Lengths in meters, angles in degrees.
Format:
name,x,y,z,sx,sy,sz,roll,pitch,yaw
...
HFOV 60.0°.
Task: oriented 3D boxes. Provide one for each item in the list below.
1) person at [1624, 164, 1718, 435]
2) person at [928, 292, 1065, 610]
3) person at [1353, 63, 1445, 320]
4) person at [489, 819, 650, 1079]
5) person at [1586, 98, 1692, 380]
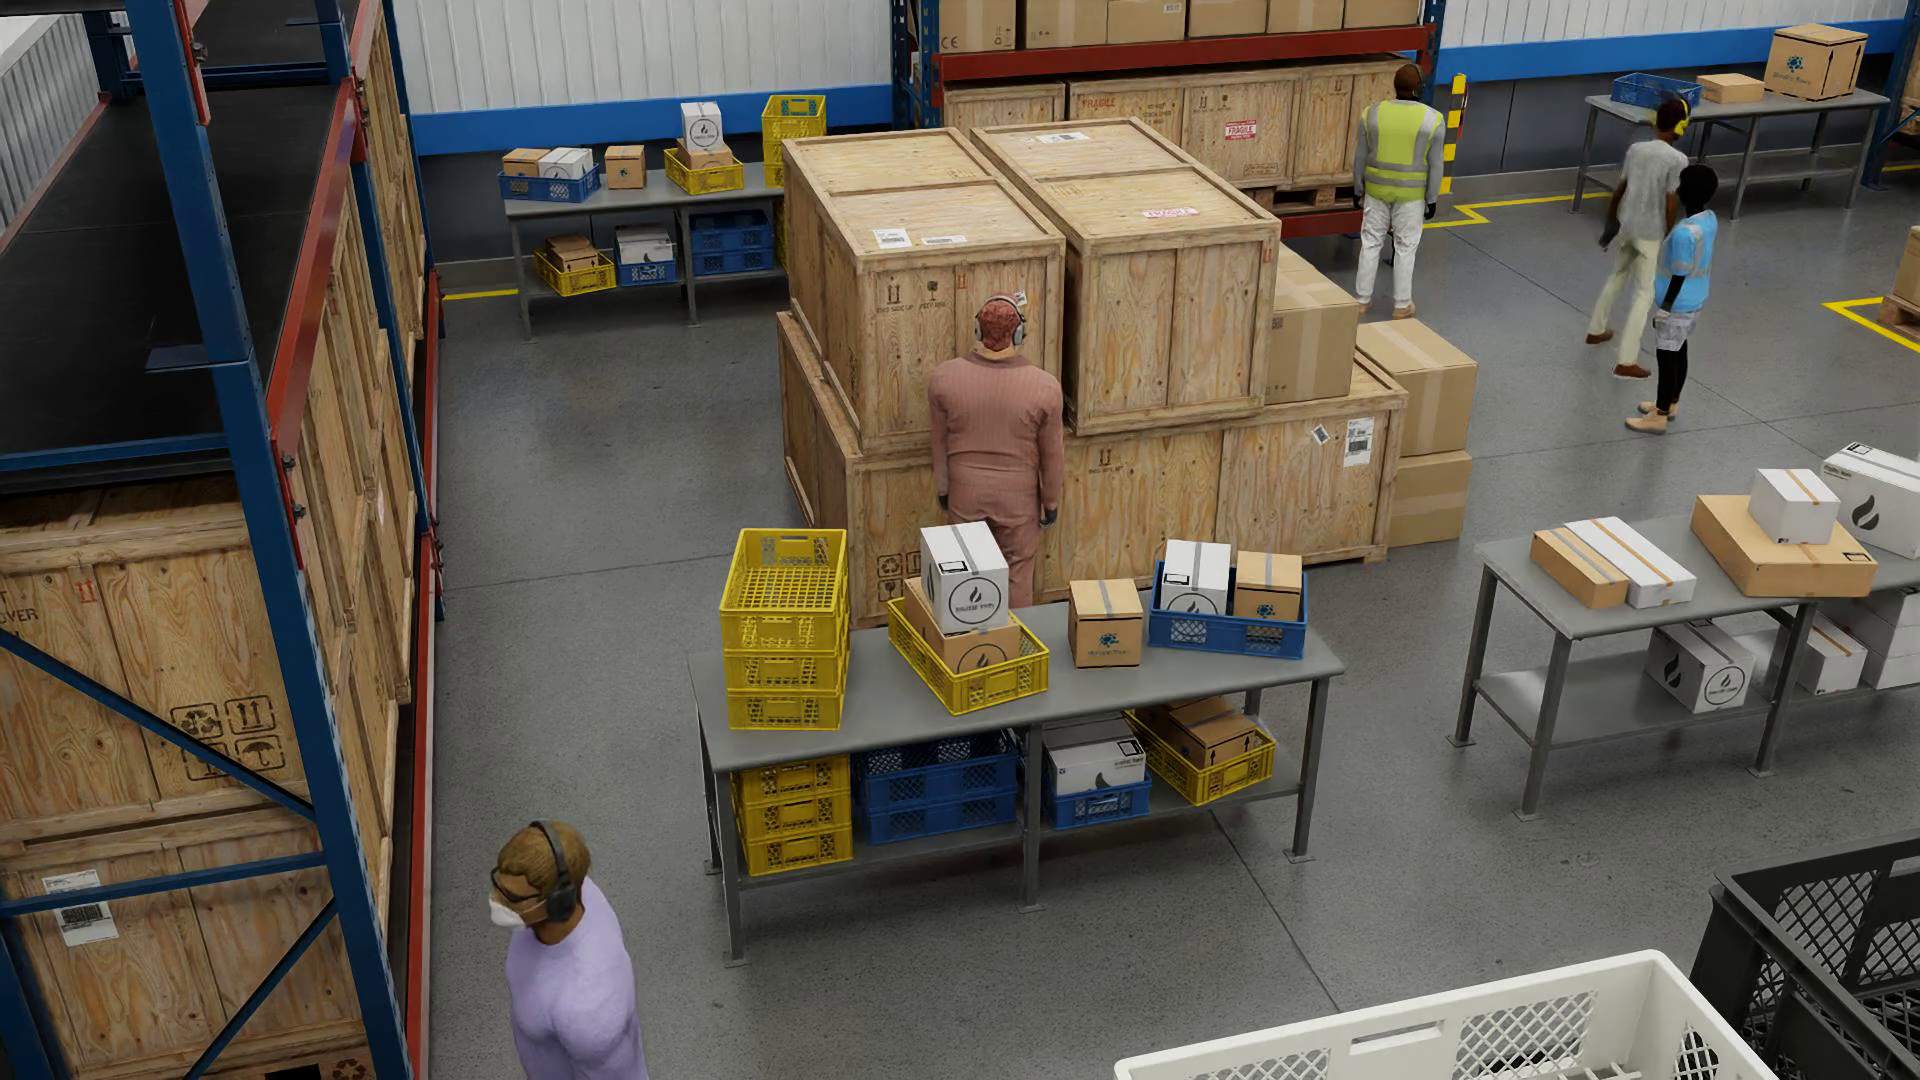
name,x,y,z,sx,sy,sz,roll,pitch,yaw
person,4.446,-1.486,10.312,0.320,1.698,0.537,21,35,33
person,0.178,-0.253,7.880,0.635,1.900,0.402,5,29,10
person,3.152,-2.508,12.026,0.633,1.839,0.429,13,31,22
person,-1.032,1.554,4.552,0.372,1.940,0.630,-11,31,-20
person,4.594,-2.074,11.276,0.544,1.819,0.742,-11,31,-19
